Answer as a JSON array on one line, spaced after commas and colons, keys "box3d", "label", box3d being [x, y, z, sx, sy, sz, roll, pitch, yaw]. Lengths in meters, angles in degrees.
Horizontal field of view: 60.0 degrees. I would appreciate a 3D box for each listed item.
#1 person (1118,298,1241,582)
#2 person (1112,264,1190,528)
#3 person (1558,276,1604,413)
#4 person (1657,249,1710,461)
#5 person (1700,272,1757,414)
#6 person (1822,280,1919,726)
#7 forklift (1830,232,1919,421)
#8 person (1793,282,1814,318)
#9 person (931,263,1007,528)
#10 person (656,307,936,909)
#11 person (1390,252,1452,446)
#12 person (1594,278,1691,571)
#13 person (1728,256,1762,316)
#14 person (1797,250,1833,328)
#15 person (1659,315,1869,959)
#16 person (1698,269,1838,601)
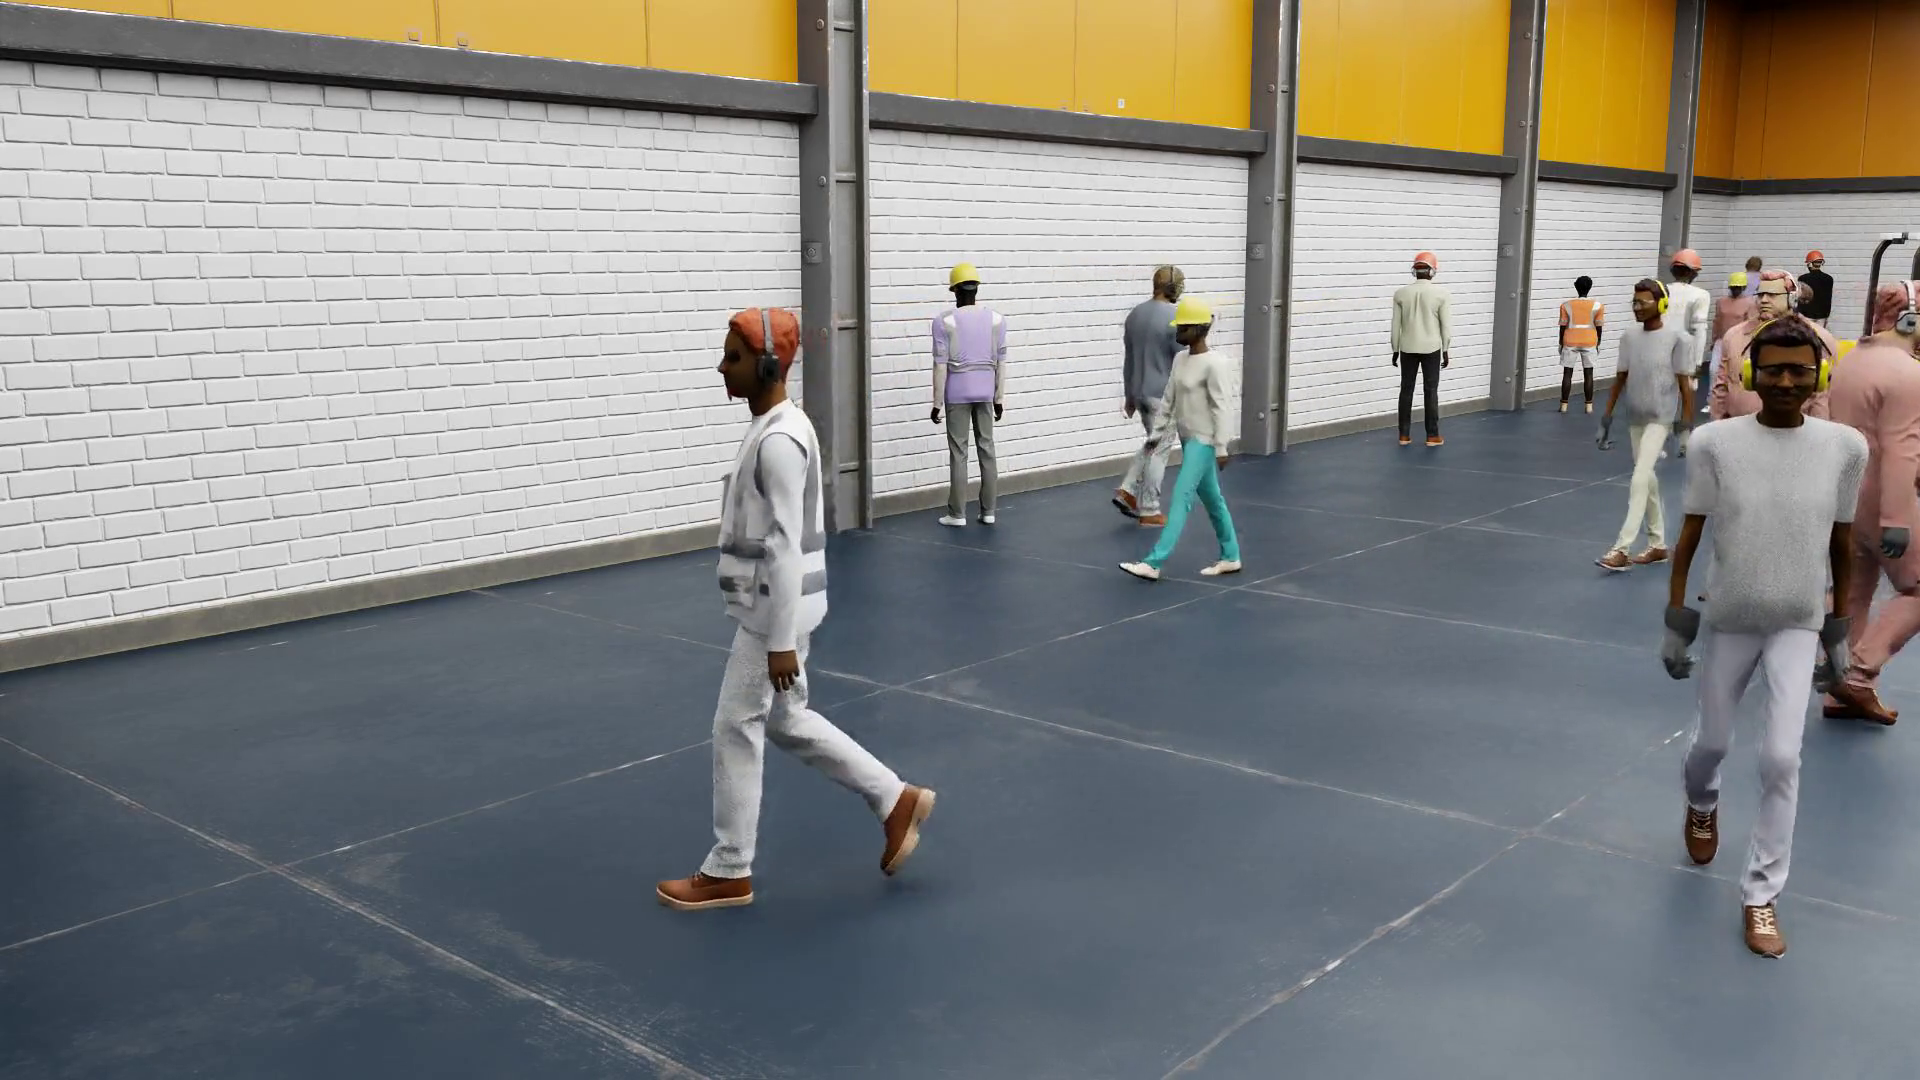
[{"box3d": [1.371, -0.595, 10.107, 0.911, 1.725, 0.542, -3, 10, -16], "label": "person"}, {"box3d": [1.450, -1.026, 12.019, 0.440, 1.916, 0.638, -6, 11, -29], "label": "person"}, {"box3d": [7.634, -2.401, 20.481, 0.532, 1.691, 0.322, 4, 11, 20], "label": "person"}, {"box3d": [6.904, -1.778, 15.997, 0.634, 2.004, 0.891, 9, 14, 43], "label": "person"}, {"box3d": [9.355, -2.385, 20.222, 0.652, 1.731, 0.543, -9, 13, -42], "label": "person"}, {"box3d": [3.907, -0.142, 7.024, 0.435, 1.890, 0.675, 1, 10, 3], "label": "person"}, {"box3d": [9.955, -1.972, 16.595, 2.313, 2.155, 1.214, 1, 10, 8], "label": "forklift"}, {"box3d": [5.809, -0.905, 11.666, 0.969, 1.788, 0.652, 1, 10, 4], "label": "person"}, {"box3d": [0.054, -1.045, 12.103, 0.585, 1.919, 0.374, -4, 11, -24], "label": "person"}, {"box3d": [-0.509, 0.218, 5.104, 0.820, 1.860, 0.577, -1, 10, -7], "label": "person"}, {"box3d": [4.752, -1.965, 17.138, 0.612, 1.989, 0.400, 6, 12, 30], "label": "person"}, {"box3d": [4.253, -0.717, 10.482, 0.892, 1.832, 0.556, -5, 11, -27], "label": "person"}, {"box3d": [12.350, -3.489, 26.051, 0.645, 1.919, 0.784, 4, 11, 20], "label": "person"}, {"box3d": [13.133, -3.460, 25.664, 0.613, 1.988, 0.402, -2, 10, -12], "label": "person"}, {"box3d": [2.412, 0.239, 5.043, 0.523, 1.841, 0.840, 3, 10, 18], "label": "person"}, {"box3d": [4.530, -0.560, 9.377, 0.409, 1.907, 0.648, -9, 13, -41], "label": "person"}]
